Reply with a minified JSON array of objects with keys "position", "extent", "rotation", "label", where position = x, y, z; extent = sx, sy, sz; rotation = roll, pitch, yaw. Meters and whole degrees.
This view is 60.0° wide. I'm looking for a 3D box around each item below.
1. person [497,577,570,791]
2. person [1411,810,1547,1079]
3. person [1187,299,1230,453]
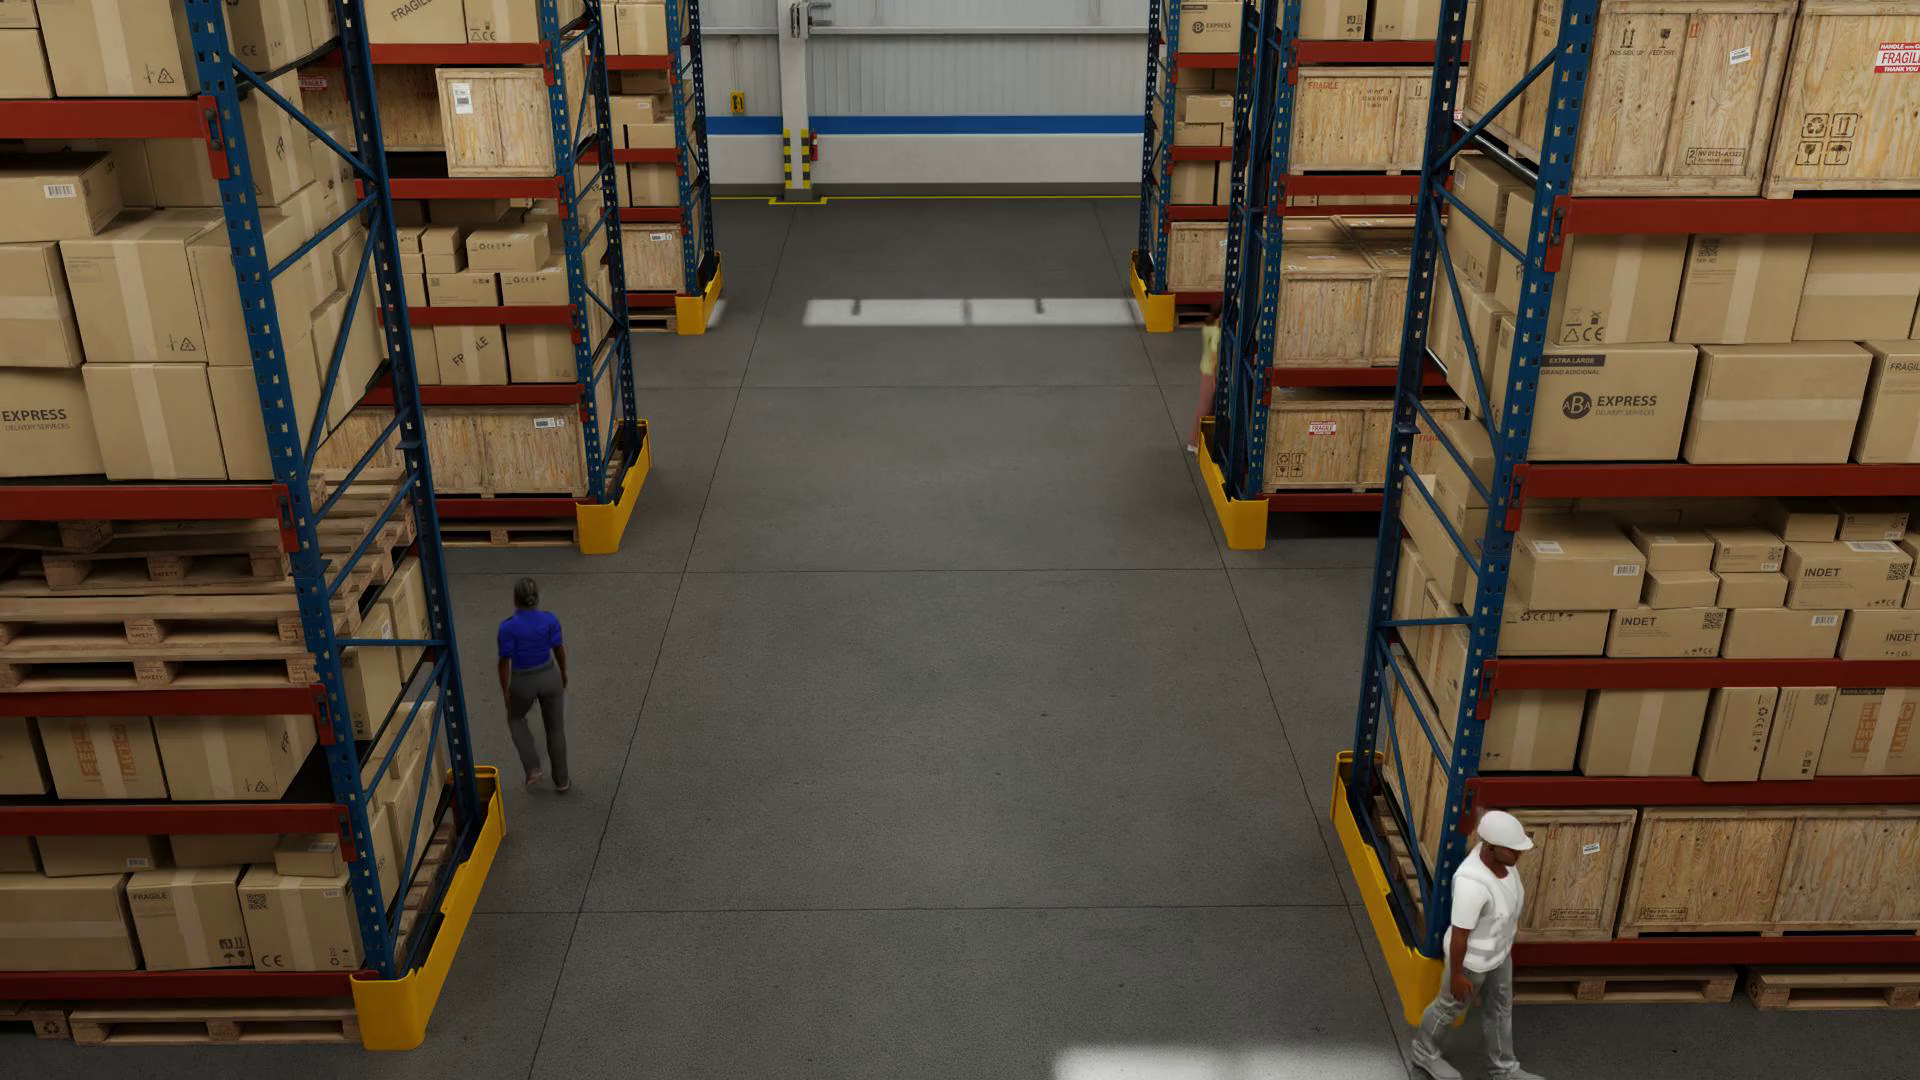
[{"position":[-3.011,1.022,11.771],"extent":[0.492,1.653,0.439],"rotation":[-10,27,-21],"label":"person"},{"position":[2.894,2.269,9.020],"extent":[0.736,1.762,0.586],"rotation":[20,32,36],"label":"person"},{"position":[2.669,-1.758,17.727],"extent":[0.474,1.670,0.605],"rotation":[-3,25,-6],"label":"person"}]
